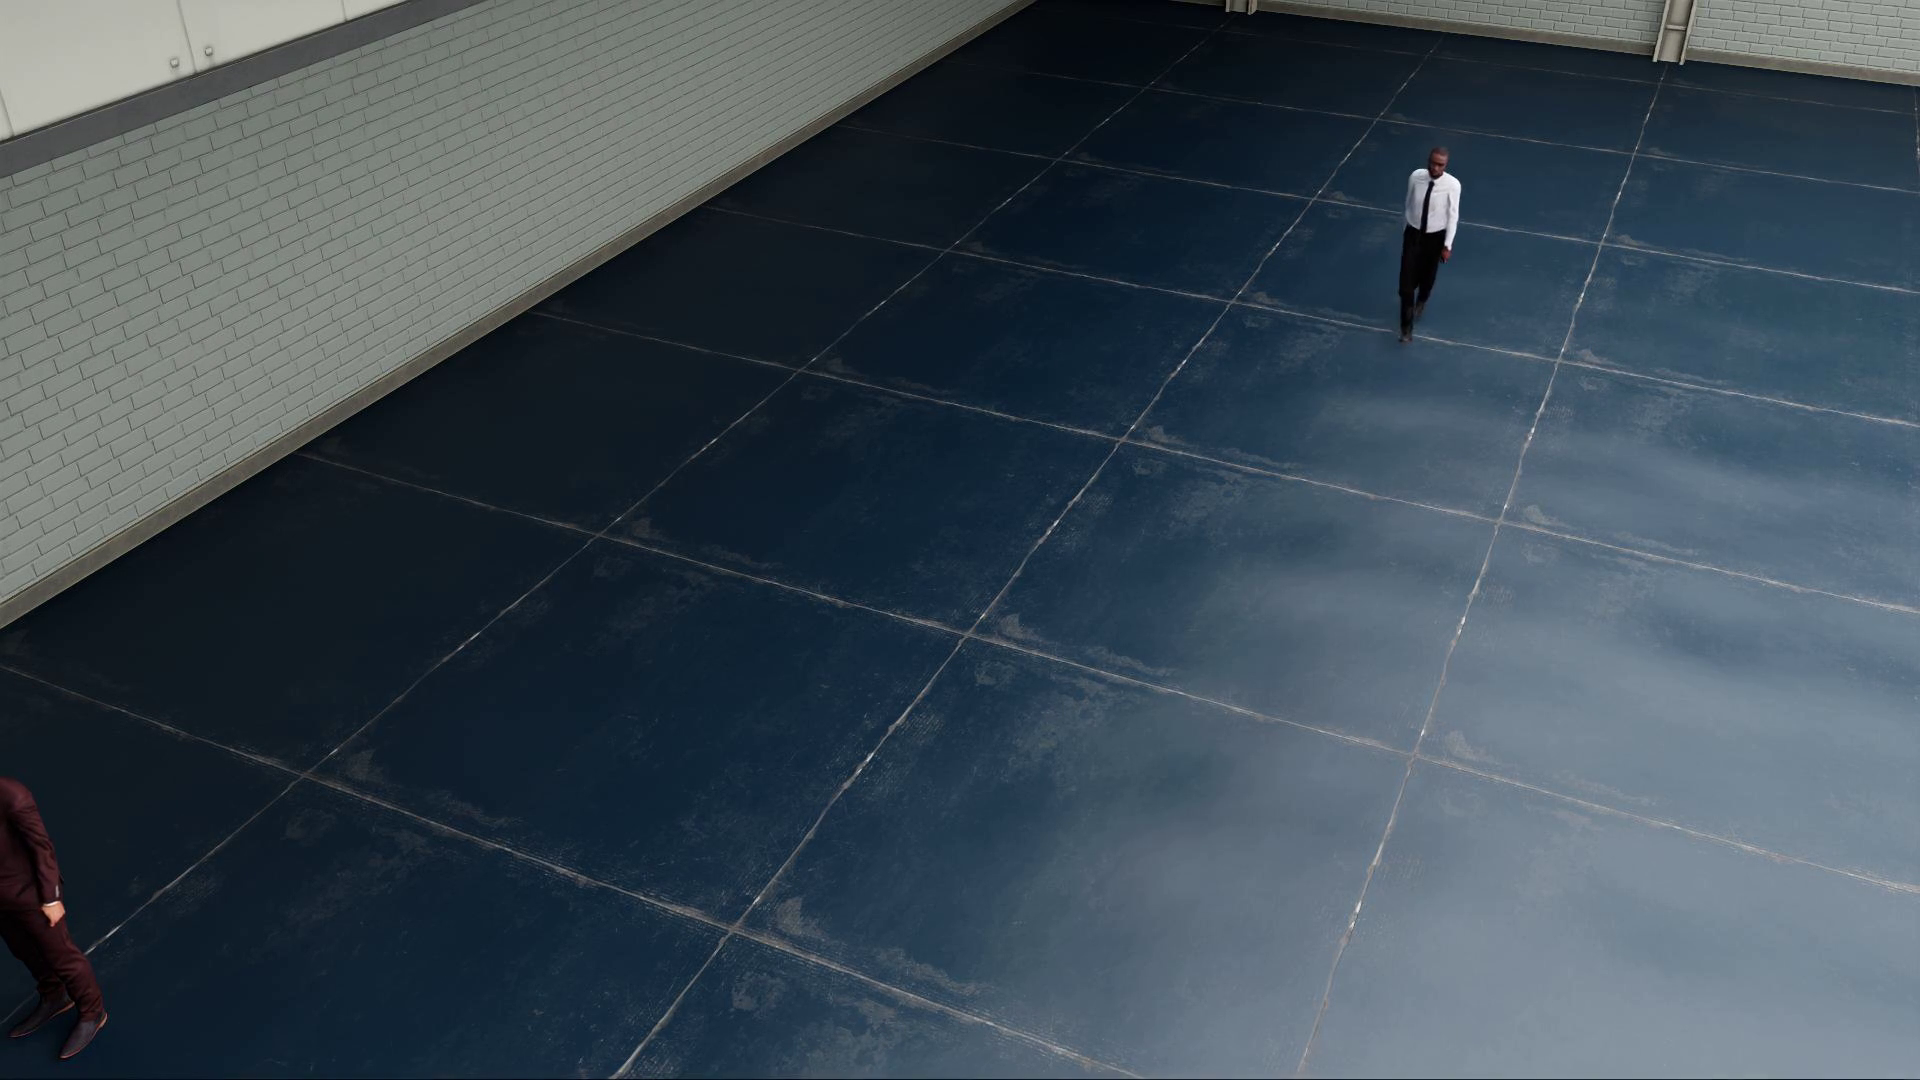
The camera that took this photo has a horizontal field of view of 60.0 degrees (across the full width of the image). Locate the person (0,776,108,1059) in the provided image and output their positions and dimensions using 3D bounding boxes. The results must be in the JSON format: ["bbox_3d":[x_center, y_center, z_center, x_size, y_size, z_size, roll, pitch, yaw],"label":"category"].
[{"bbox_3d":[-4.470,1.633,7.878,0.524,1.865,0.745,13,34,19],"label":"person"}]

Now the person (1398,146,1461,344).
[{"bbox_3d":[4.150,-2.682,14.819,1.222,1.758,0.700,16,36,24],"label":"person"}]
